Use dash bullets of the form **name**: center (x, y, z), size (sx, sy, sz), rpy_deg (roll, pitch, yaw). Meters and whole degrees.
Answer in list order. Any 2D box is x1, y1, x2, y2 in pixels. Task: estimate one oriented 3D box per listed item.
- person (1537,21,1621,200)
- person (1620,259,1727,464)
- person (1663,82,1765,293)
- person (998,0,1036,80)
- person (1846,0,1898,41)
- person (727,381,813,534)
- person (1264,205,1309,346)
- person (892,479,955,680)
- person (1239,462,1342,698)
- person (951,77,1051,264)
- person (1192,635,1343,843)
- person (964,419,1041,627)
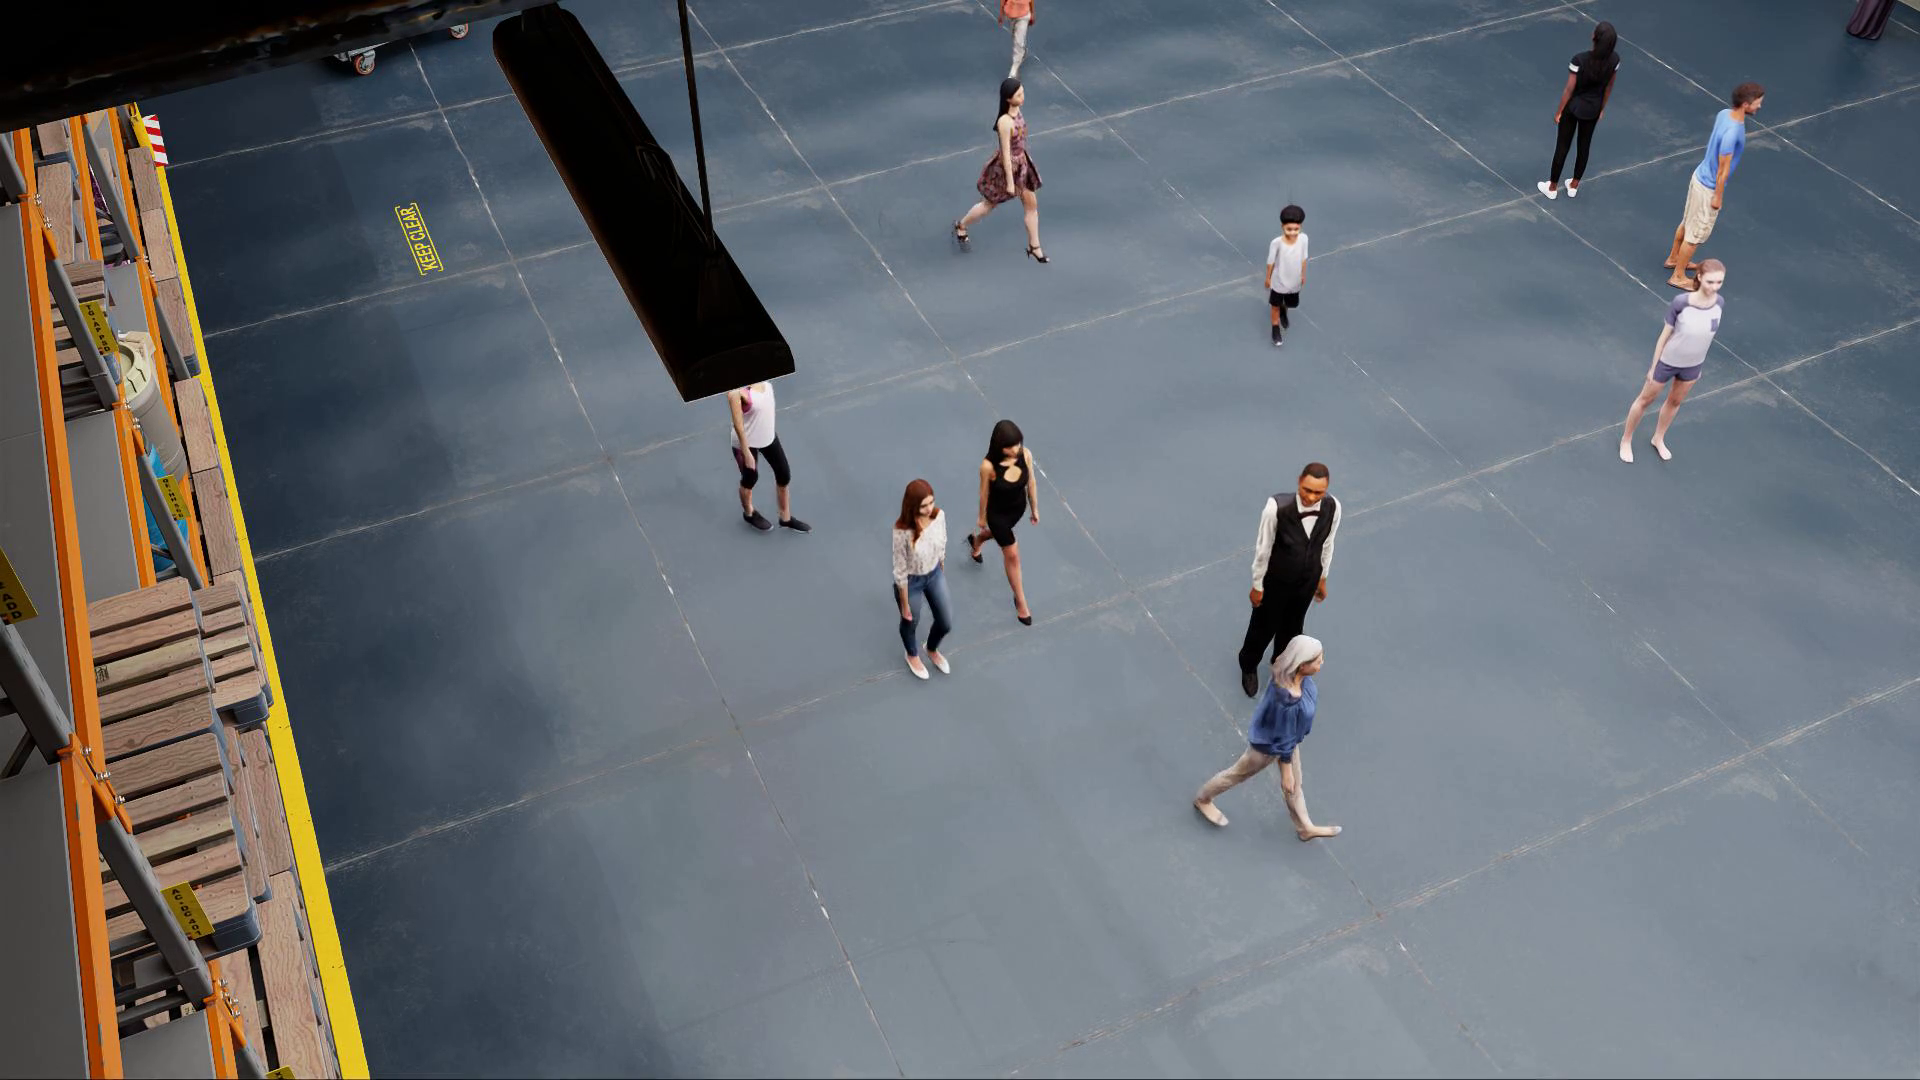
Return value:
- **person**: center (5.677, -3.924, 15.184), size (0.683, 1.729, 0.685), rpy_deg (-5, 44, -5)
- **person**: center (5.381, -1.351, 12.456), size (0.667, 1.767, 0.678), rpy_deg (-2, 44, -2)
- **person**: center (6.386, -3.036, 14.153), size (0.802, 1.865, 0.713), rpy_deg (9, 44, 9)
- **person**: center (0.613, -5.455, 17.107), size (0.873, 1.294, 0.908), rpy_deg (16, 46, 16)
- **person**: center (9.867, -6.125, 17.579), size (0.777, 1.613, 0.720), rpy_deg (15, 46, 15)
- **person**: center (-1.542, -0.746, 11.820), size (0.949, 1.769, 0.875), rpy_deg (21, 47, 20)
- **person**: center (2.687, -2.236, 13.757), size (0.596, 1.254, 0.682), rpy_deg (-4, 44, -5)
- **person**: center (-0.315, 0.221, 10.842), size (0.601, 1.717, 0.616), rpy_deg (-23, 48, -22)
- **person**: center (2.117, 0.217, 10.700), size (0.747, 1.918, 0.675), rpy_deg (-7, 44, -7)
- **person**: center (0.339, -3.169, 14.388), size (1.170, 1.736, 1.142), rpy_deg (12, 45, 13)
- **person**: center (1.782, 1.182, 9.888), size (1.239, 1.641, 1.188), rpy_deg (16, 46, 16)
- **person**: center (0.263, -0.232, 11.401), size (0.635, 1.602, 1.102), rpy_deg (-24, 49, -23)
